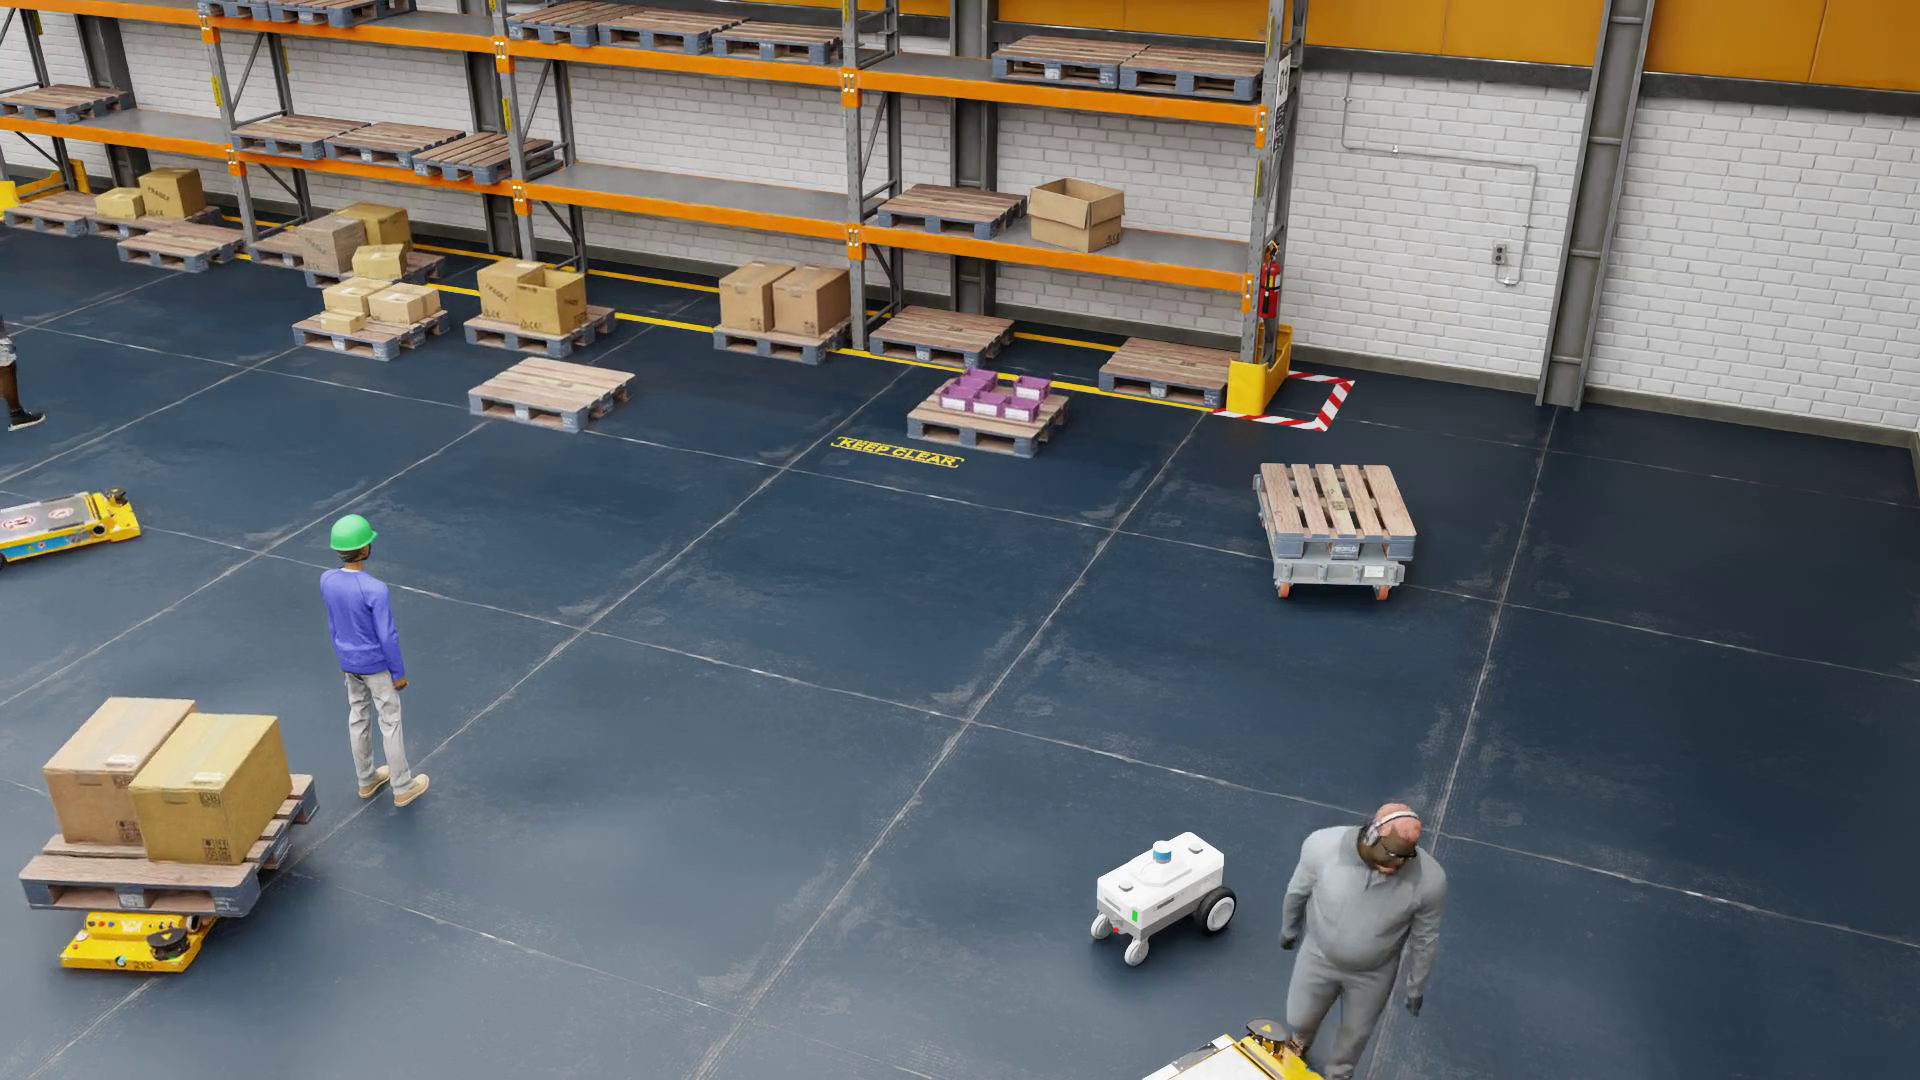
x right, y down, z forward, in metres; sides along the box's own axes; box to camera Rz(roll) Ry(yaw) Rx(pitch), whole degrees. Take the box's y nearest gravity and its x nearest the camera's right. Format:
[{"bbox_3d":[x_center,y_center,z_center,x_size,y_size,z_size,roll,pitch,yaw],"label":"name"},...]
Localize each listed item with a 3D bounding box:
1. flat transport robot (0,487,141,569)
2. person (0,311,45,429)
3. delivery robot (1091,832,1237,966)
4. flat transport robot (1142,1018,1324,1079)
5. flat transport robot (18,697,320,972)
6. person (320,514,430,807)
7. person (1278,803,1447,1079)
[{"bbox_3d":[-7.269,-0.062,13.052,1.431,0.231,0.659,-16,31,-28],"label":"flat transport robot"},{"bbox_3d":[-8.678,-1.877,14.731,0.617,1.951,0.547,17,32,29],"label":"person"},{"bbox_3d":[1.079,1.883,8.954,0.774,0.581,0.499,-20,33,-33],"label":"delivery robot"},{"bbox_3d":[1.102,2.725,7.647,1.431,0.231,0.659,-17,32,-30],"label":"flat transport robot"},{"bbox_3d":[-4.352,1.862,9.321,0.659,0.231,1.431,2,27,3],"label":"flat transport robot"},{"bbox_3d":[-3.477,0.709,9.826,0.458,1.865,0.382,10,29,18],"label":"person"},{"bbox_3d":[1.799,1.874,7.557,0.689,1.867,0.586,8,28,15],"label":"person"}]
